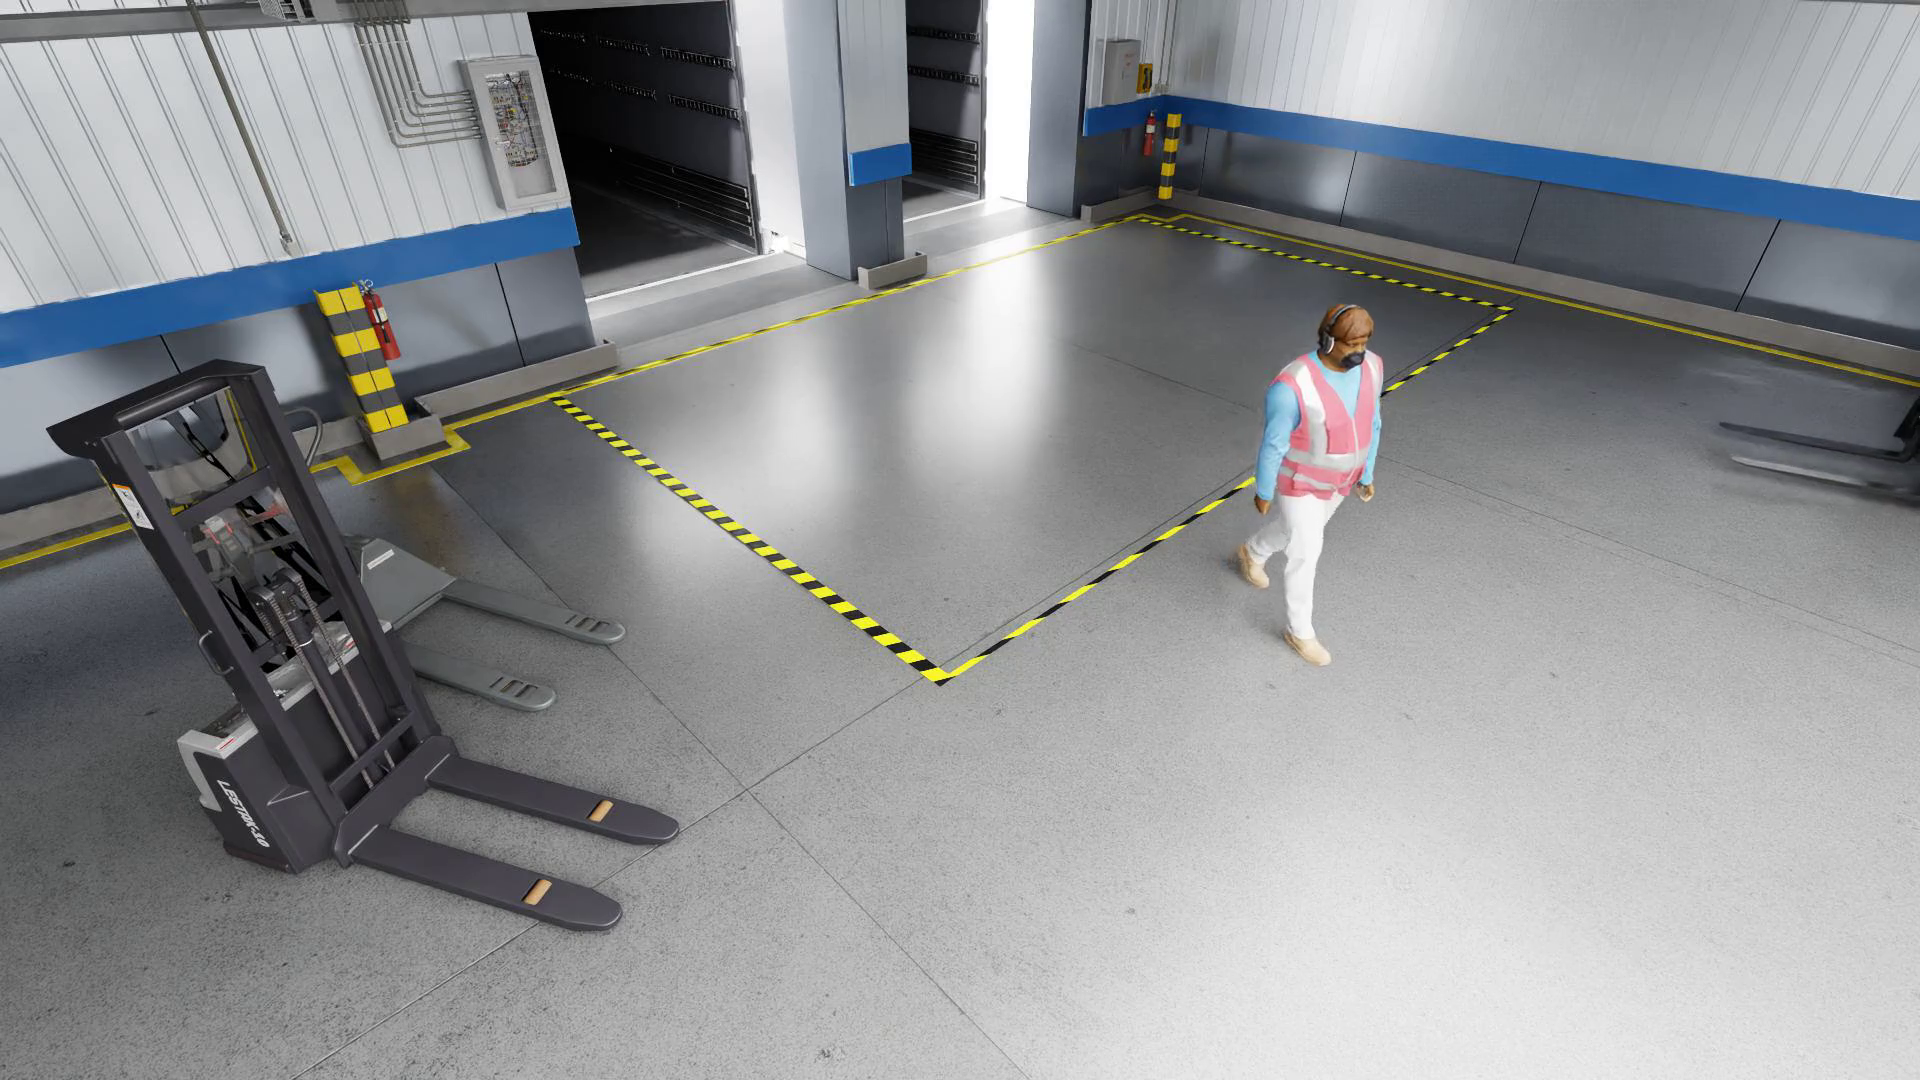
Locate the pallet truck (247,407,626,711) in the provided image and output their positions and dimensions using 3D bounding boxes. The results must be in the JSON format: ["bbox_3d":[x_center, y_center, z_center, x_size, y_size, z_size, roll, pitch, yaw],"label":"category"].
[{"bbox_3d":[-2.628,0.038,4.590,1.601,1.201,0.680,12,36,18],"label":"pallet truck"}]

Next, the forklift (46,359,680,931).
[{"bbox_3d":[-2.135,0.422,3.354,1.885,1.965,0.823,10,35,14],"label":"forklift"}]

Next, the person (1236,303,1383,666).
[{"bbox_3d":[1.760,-0.323,4.618,0.616,1.807,0.925,-16,37,-22],"label":"person"}]
